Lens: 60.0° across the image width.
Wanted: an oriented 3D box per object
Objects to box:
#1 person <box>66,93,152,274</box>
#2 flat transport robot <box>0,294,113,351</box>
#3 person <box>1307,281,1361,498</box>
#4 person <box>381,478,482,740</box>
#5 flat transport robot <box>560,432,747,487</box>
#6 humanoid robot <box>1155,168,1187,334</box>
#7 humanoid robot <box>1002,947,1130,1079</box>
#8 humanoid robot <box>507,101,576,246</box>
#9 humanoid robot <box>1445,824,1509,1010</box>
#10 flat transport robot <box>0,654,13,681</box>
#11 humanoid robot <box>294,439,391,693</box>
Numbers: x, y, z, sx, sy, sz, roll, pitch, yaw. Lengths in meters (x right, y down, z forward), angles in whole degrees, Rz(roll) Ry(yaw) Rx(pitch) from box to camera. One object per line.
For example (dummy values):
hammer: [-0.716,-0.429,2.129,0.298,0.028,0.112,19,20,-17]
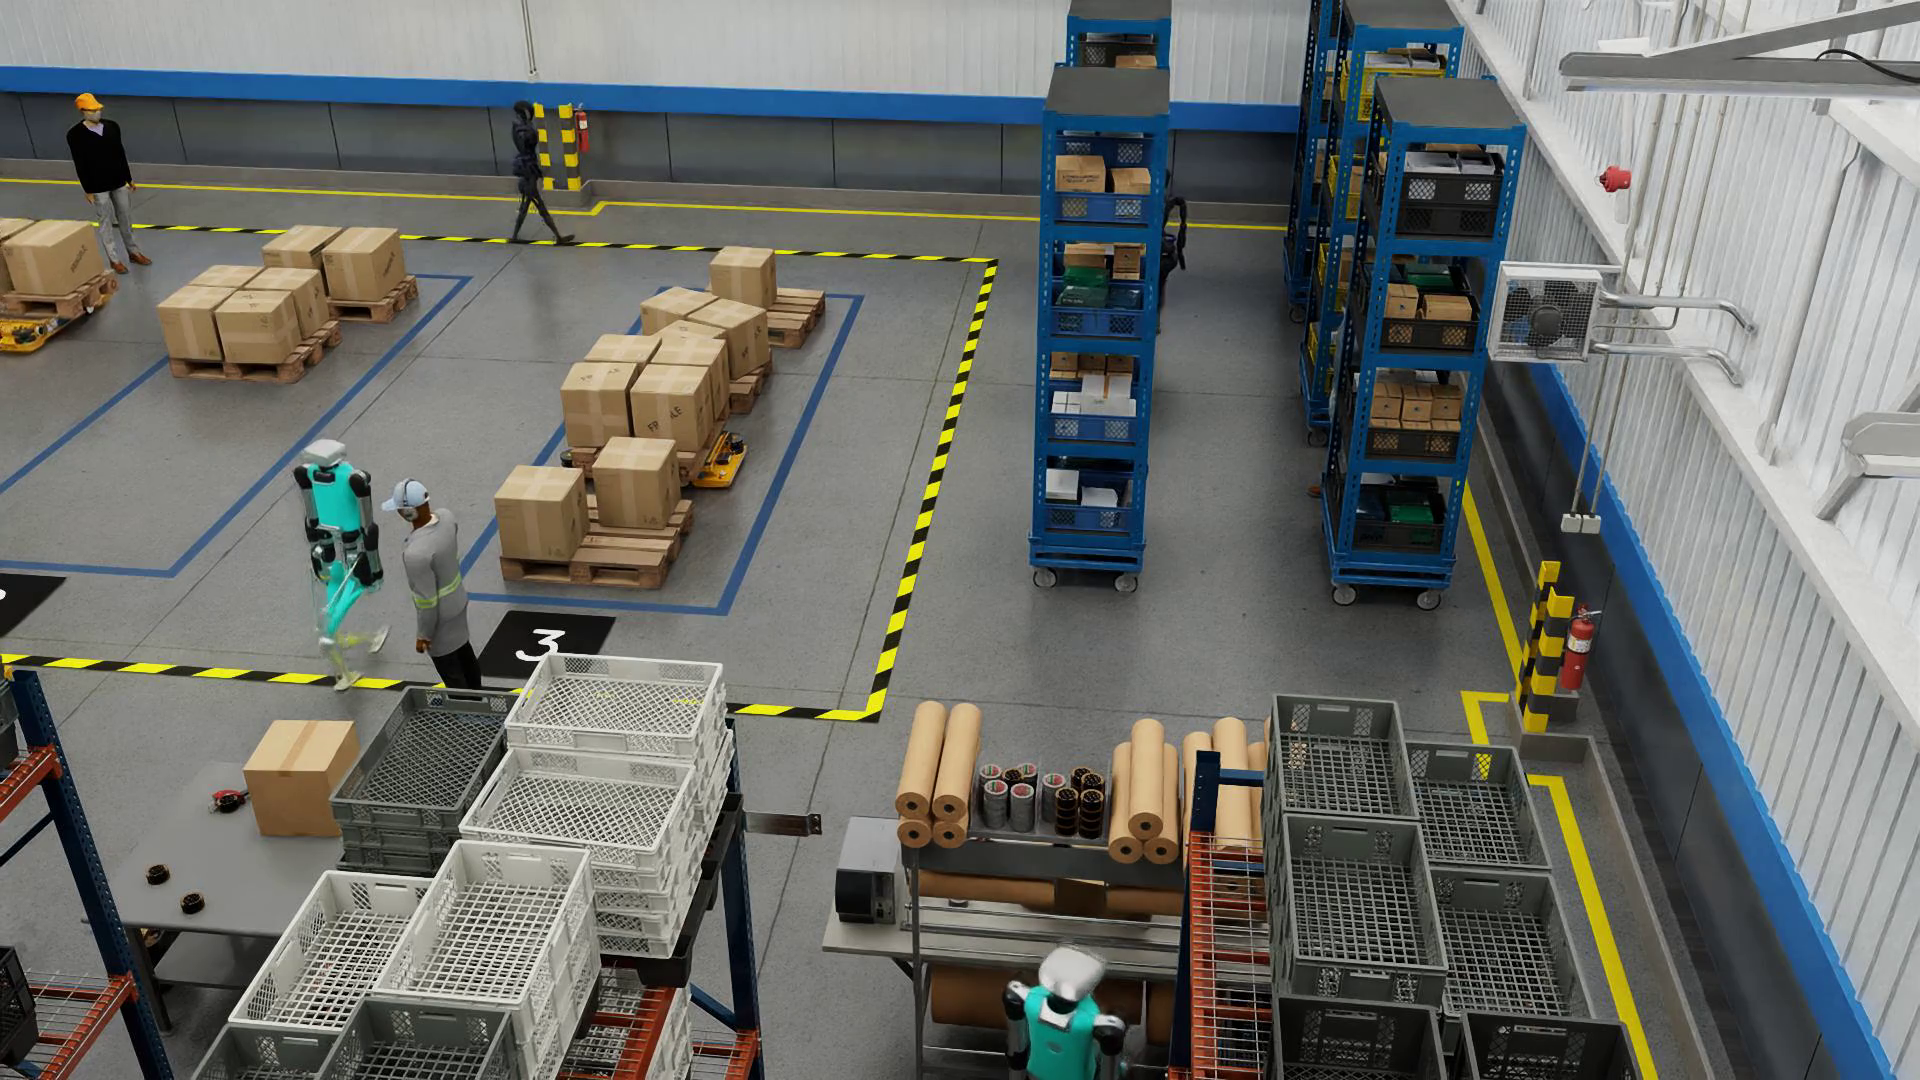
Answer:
person: [-8.985,-3.759,17.535,0.362,1.875,0.586,16,34,25]
flat transport robot: [-9.133,-2.257,16.522,0.652,0.197,1.431,3,30,6]
person: [3.033,-1.103,12.915,0.373,1.934,0.626,-5,31,-8]
person: [-3.267,0.437,10.353,0.397,1.848,0.587,2,30,4]
flat transport robot: [-2.554,-0.707,13.861,1.431,0.197,0.652,3,30,6]
humanoid robot: [1.901,-2.772,16.041,0.612,1.661,0.357,-5,31,-8]
humanoid robot: [0.562,2.311,7.323,0.538,1.785,1.057,14,33,22]
humanoid robot: [-4.677,-4.020,18.226,0.791,1.621,0.615,-2,30,-3]
humanoid robot: [2.345,2.002,7.876,0.584,1.641,0.526,15,33,24]
flat transport robot: [-7.142,0.969,11.010,1.431,0.231,0.659,3,30,6]
humanoid robot: [-4.067,0.228,10.803,0.546,1.731,0.965,9,31,15]
